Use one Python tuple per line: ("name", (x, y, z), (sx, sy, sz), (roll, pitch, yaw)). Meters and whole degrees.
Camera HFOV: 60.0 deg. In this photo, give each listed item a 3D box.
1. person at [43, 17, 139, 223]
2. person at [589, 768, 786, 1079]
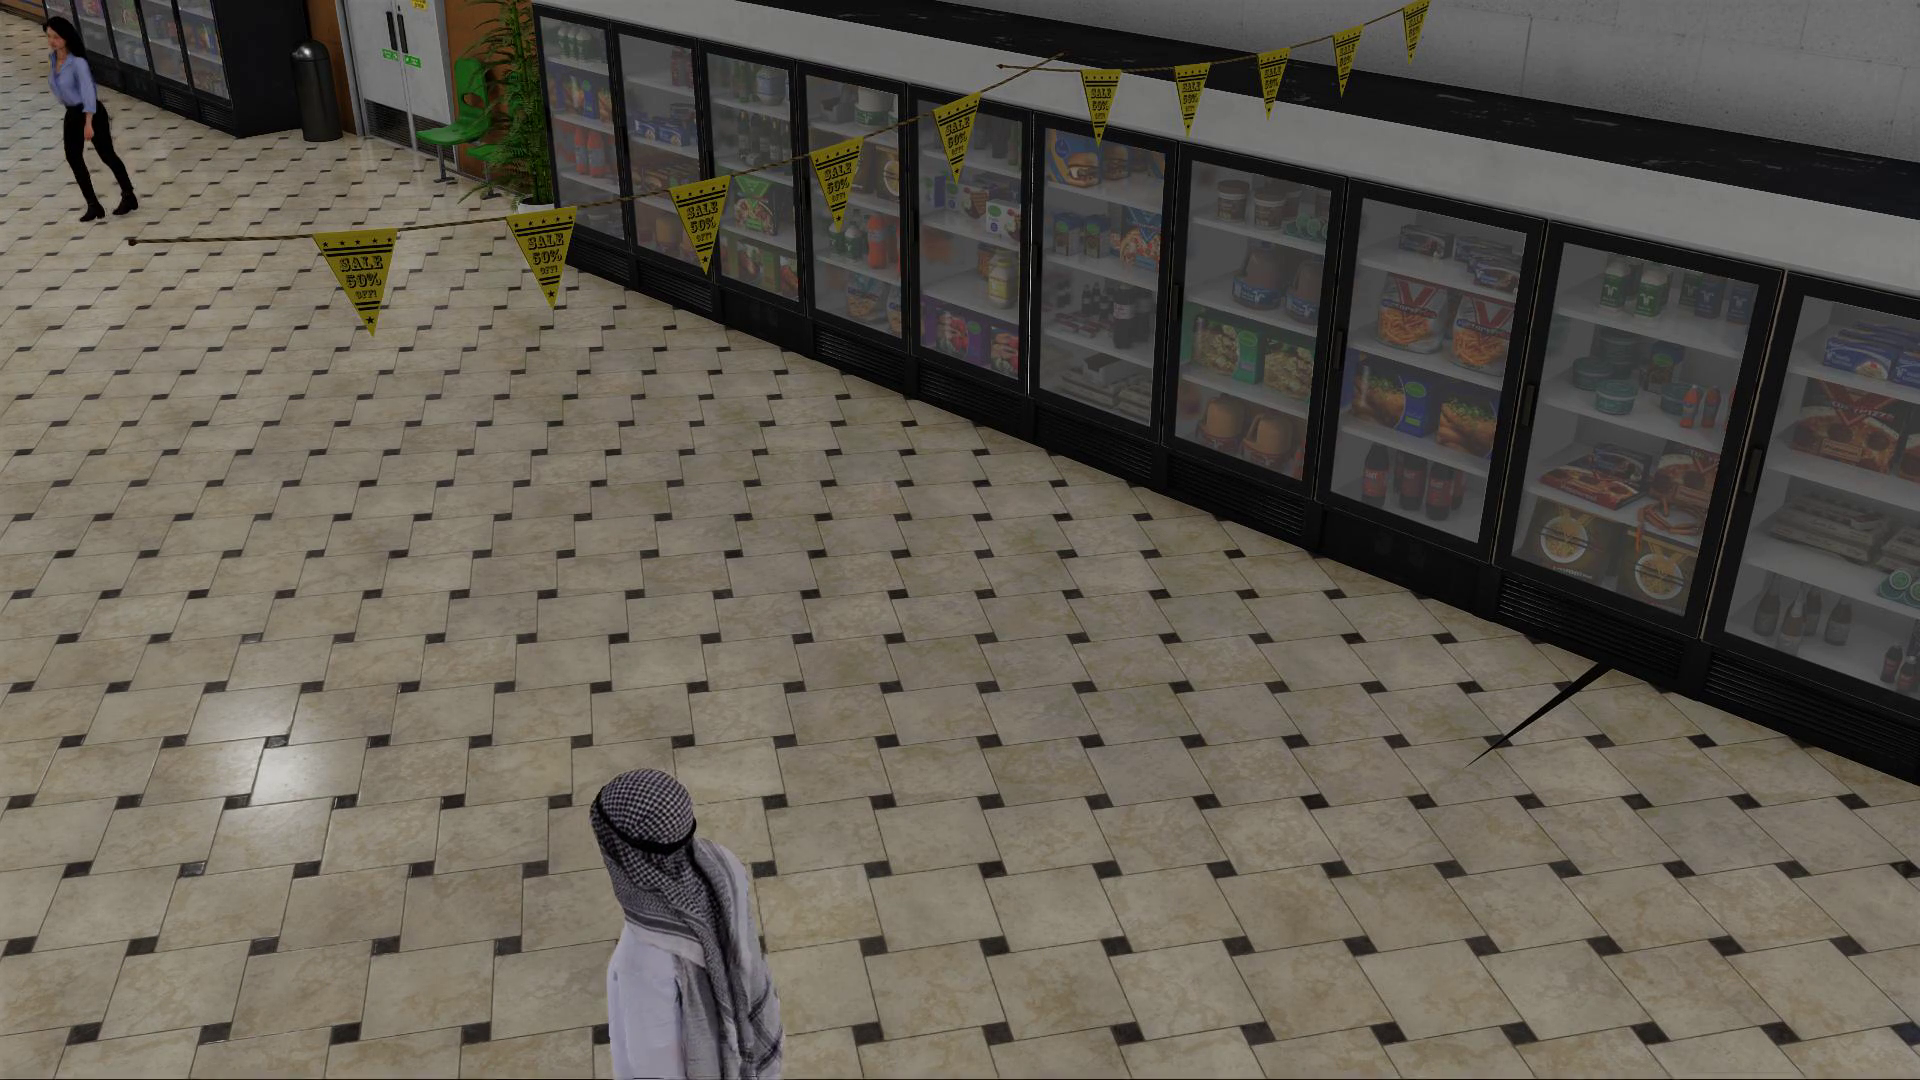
("person", (-7.314, -3.540, 14.034), (0.810, 1.702, 0.915), (17, 31, 30))
("person", (-0.578, 1.401, 4.078), (1.126, 1.895, 1.182), (6, 28, 12))
